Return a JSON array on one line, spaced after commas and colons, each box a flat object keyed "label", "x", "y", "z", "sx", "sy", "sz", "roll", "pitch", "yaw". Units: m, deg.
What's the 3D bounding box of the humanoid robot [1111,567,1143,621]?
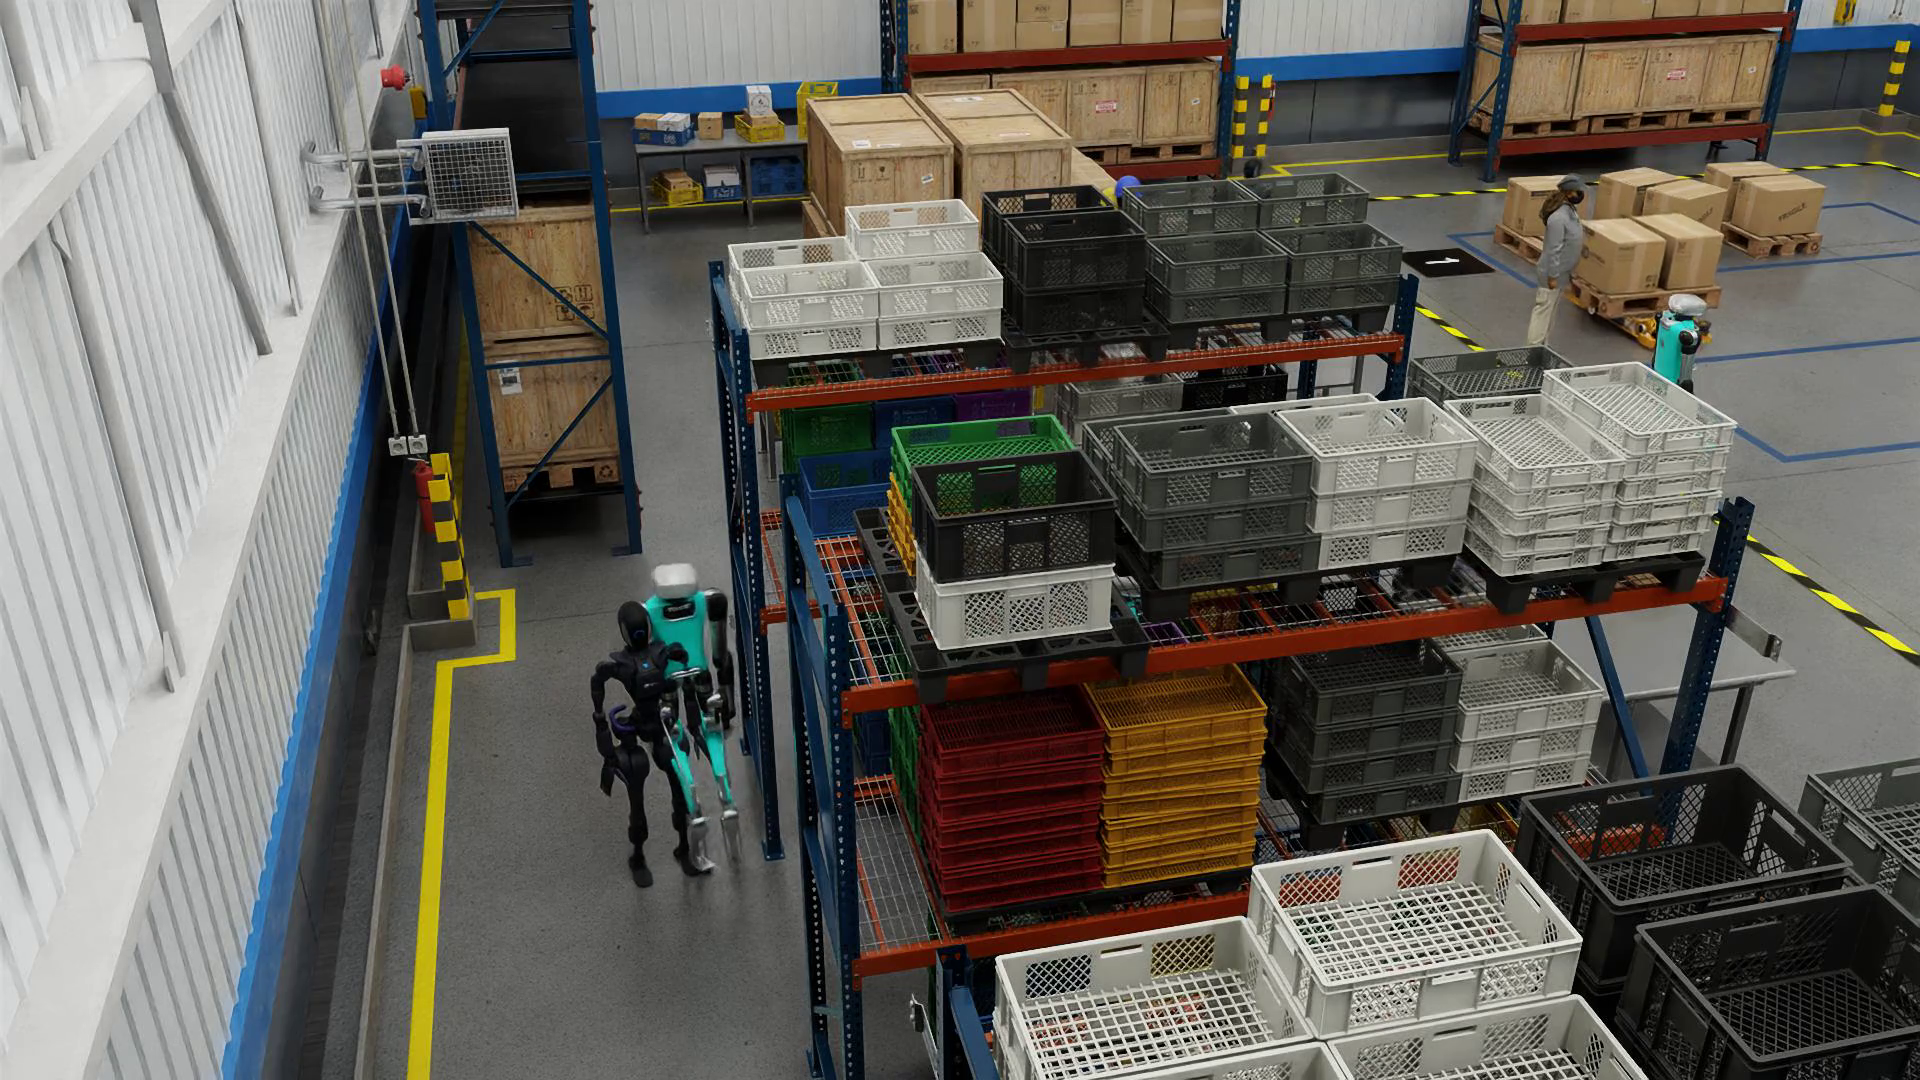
[{"label": "humanoid robot", "x": 1.042, "y": 0.864, "z": 8.689, "sx": 0.735, "sy": 1.677, "sz": 0.533, "roll": -2, "pitch": 28, "yaw": -4}]

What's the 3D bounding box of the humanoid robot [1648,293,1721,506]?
[{"label": "humanoid robot", "x": 5.402, "y": -1.006, "z": 12.240, "sx": 0.735, "sy": 1.673, "sz": 0.533, "roll": -2, "pitch": 28, "yaw": -3}]

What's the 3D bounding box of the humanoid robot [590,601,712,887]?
[{"label": "humanoid robot", "x": -1.584, "y": 1.042, "z": 8.555, "sx": 0.589, "sy": 1.650, "sz": 0.326, "roll": -16, "pitch": 32, "yaw": -27}]

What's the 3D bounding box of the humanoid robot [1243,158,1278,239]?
[{"label": "humanoid robot", "x": 2.832, "y": -2.876, "z": 15.997, "sx": 0.585, "sy": 1.645, "sz": 0.488, "roll": 14, "pitch": 31, "yaw": 25}]

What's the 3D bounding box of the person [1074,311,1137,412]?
[{"label": "person", "x": 1.205, "y": -1.473, "z": 13.130, "sx": 0.626, "sy": 1.863, "sz": 0.419, "roll": 1, "pitch": 28, "yaw": 2}]

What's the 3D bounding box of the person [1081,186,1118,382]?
[{"label": "person", "x": 1.268, "y": -2.194, "z": 14.531, "sx": 0.588, "sy": 1.833, "sz": 0.403, "roll": 5, "pitch": 28, "yaw": 9}]

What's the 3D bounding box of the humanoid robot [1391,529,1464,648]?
[{"label": "humanoid robot", "x": 2.817, "y": 0.290, "z": 9.983, "sx": 0.583, "sy": 1.644, "sz": 0.450, "roll": -19, "pitch": 33, "yaw": -31}]

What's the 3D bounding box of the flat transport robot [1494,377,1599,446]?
[{"label": "flat transport robot", "x": 4.780, "y": -1.036, "z": 14.013, "sx": 0.659, "sy": 0.231, "sz": 1.431, "roll": -6, "pitch": 28, "yaw": -12}]

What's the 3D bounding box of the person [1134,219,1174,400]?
[{"label": "person", "x": 1.522, "y": -1.643, "z": 13.264, "sx": 0.606, "sy": 2.043, "sz": 0.376, "roll": -18, "pitch": 33, "yaw": -31}]

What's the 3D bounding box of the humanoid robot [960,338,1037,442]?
[{"label": "humanoid robot", "x": 0.301, "y": -0.504, "z": 11.320, "sx": 0.533, "sy": 1.694, "sz": 0.731, "roll": -4, "pitch": 28, "yaw": -8}]

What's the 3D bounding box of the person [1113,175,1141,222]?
[{"label": "person", "x": 1.411, "y": -2.181, "z": 14.384, "sx": 0.603, "sy": 1.949, "sz": 0.381, "roll": 15, "pitch": 31, "yaw": 26}]

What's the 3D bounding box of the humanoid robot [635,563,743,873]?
[{"label": "humanoid robot", "x": -1.348, "y": 1.022, "z": 8.542, "sx": 0.530, "sy": 1.806, "sz": 0.673, "roll": -12, "pitch": 30, "yaw": -21}]

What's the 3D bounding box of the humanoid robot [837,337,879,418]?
[{"label": "humanoid robot", "x": -0.729, "y": -0.993, "z": 12.432, "sx": 0.541, "sy": 1.642, "sz": 0.595, "roll": -21, "pitch": 34, "yaw": -34}]

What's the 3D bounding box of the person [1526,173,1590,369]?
[{"label": "person", "x": 5.390, "y": -2.451, "z": 15.086, "sx": 0.400, "sy": 1.769, "sz": 0.561, "roll": 15, "pitch": 31, "yaw": 26}]

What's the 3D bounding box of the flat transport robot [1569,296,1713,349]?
[{"label": "flat transport robot", "x": 6.640, "y": -2.231, "z": 16.249, "sx": 0.652, "sy": 0.197, "sz": 1.431, "roll": -6, "pitch": 28, "yaw": -12}]

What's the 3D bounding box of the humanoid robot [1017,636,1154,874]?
[{"label": "humanoid robot", "x": 0.536, "y": 1.292, "z": 8.057, "sx": 0.832, "sy": 1.808, "sz": 0.547, "roll": -7, "pitch": 29, "yaw": -13}]
